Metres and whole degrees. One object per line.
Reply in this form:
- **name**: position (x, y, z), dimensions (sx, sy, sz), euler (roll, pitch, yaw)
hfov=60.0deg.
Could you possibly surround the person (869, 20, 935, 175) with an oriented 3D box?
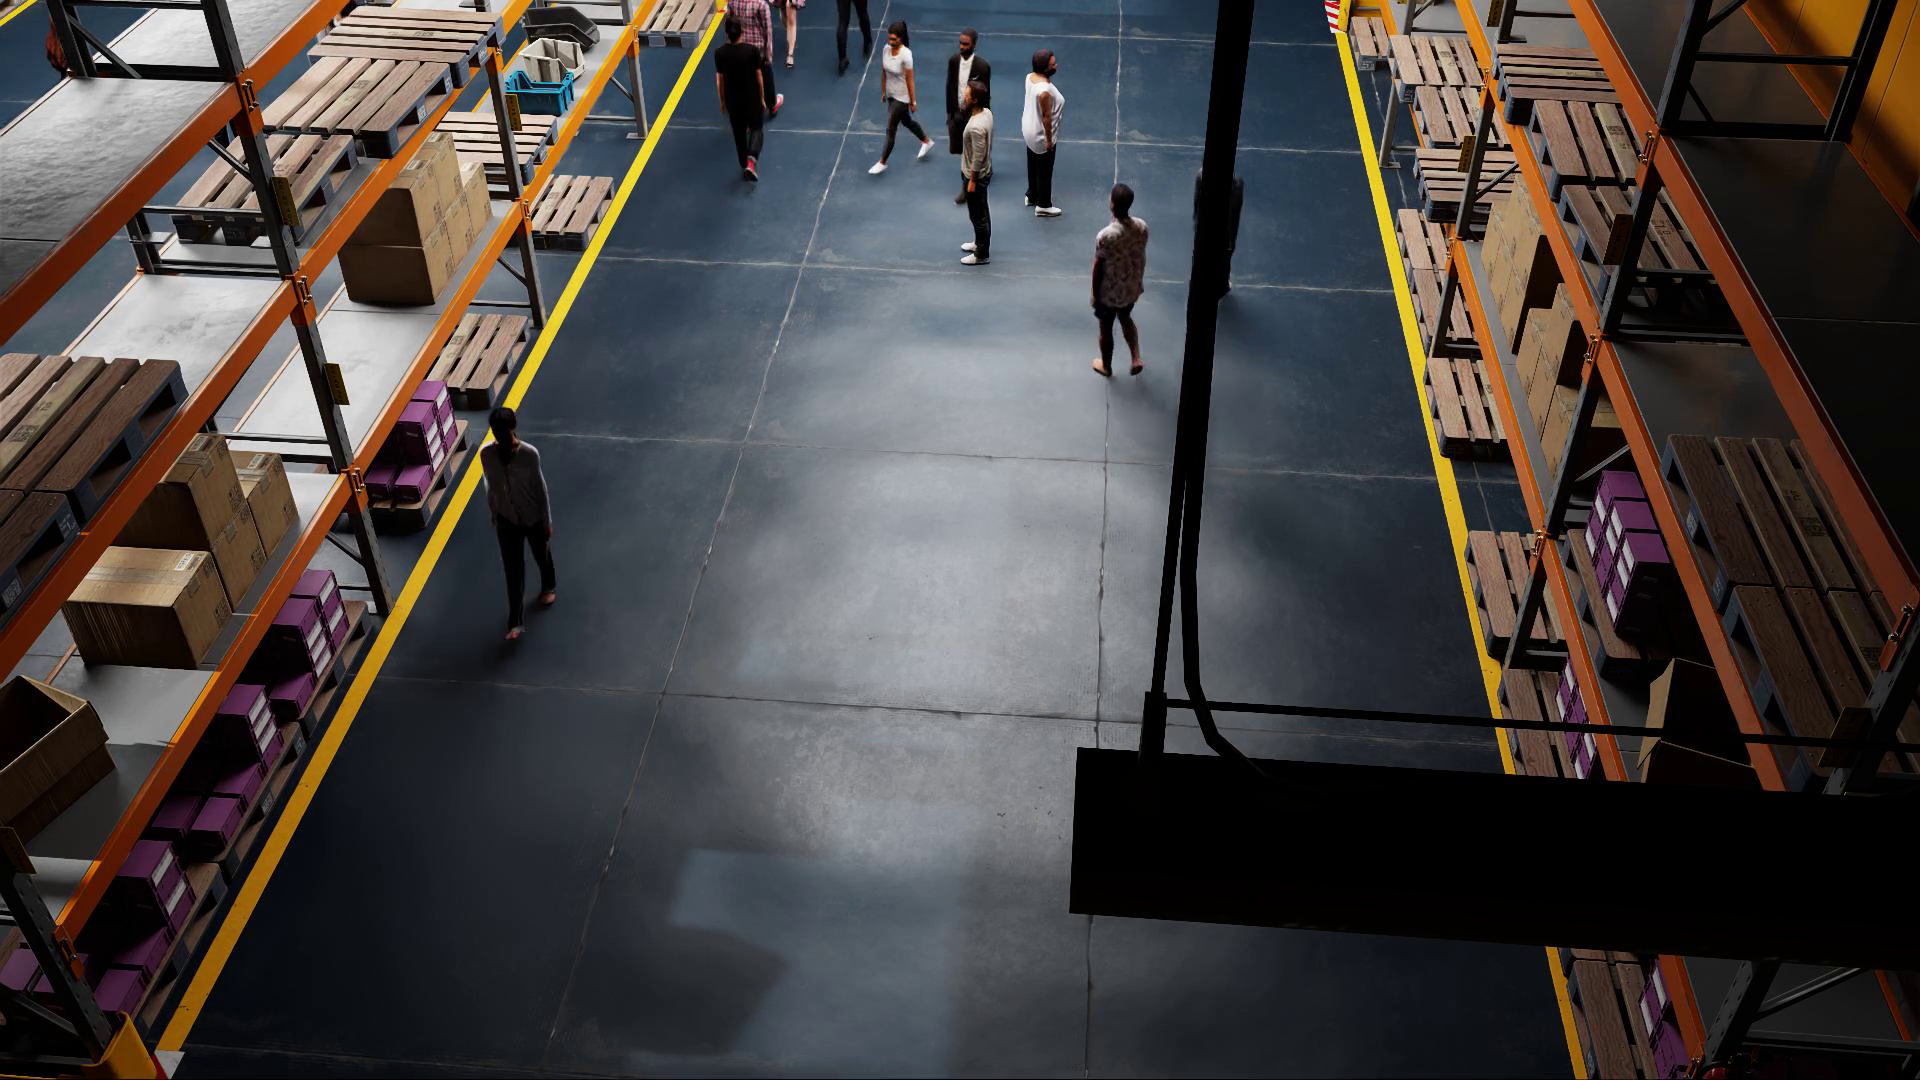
- **person**: position (-0.564, -4.647, 17.364), dimensions (1.107, 1.597, 1.075), euler (-24, 45, -27)

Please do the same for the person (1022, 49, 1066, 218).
- **person**: position (0.828, -4.074, 16.575), dimensions (0.803, 1.687, 0.681), euler (-11, 40, -14)

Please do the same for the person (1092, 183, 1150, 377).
- **person**: position (1.384, -2.123, 14.037), dimensions (0.883, 1.805, 0.955), euler (-18, 42, -21)

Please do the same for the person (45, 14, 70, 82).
- **person**: position (-9.137, -4.574, 17.174), dimensions (0.637, 1.720, 0.869), euler (8, 39, 10)

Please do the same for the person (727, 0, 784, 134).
- **person**: position (-2.295, -5.270, 18.043), dimensions (0.849, 1.724, 1.135), euler (10, 40, 12)

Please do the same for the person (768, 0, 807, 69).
- **person**: position (-2.048, -6.485, 19.581), dimensions (0.797, 1.702, 1.194), euler (-10, 40, -13)

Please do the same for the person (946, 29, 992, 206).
- **person**: position (0.135, -4.296, 16.773), dimensions (0.905, 1.786, 1.022), euler (24, 44, 27)

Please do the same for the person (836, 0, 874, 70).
- **person**: position (-1.317, -6.394, 19.379), dimensions (0.672, 1.813, 1.157), euler (6, 39, 8)

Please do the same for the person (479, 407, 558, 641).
- **person**: position (-3.056, -0.220, 11.705), dimensions (0.665, 1.742, 1.015), euler (1, 39, 1)

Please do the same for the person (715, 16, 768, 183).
- **person**: position (-2.224, -4.460, 17.006), dimensions (0.666, 1.752, 0.842), euler (1, 39, 1)

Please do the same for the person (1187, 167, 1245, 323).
- **person**: position (2.243, -2.725, 14.862), dimensions (0.905, 1.717, 1.212), euler (18, 42, 21)

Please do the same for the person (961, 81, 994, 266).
- **person**: position (0.175, -3.474, 15.725), dimensions (0.725, 1.811, 0.466), euler (4, 39, 5)
